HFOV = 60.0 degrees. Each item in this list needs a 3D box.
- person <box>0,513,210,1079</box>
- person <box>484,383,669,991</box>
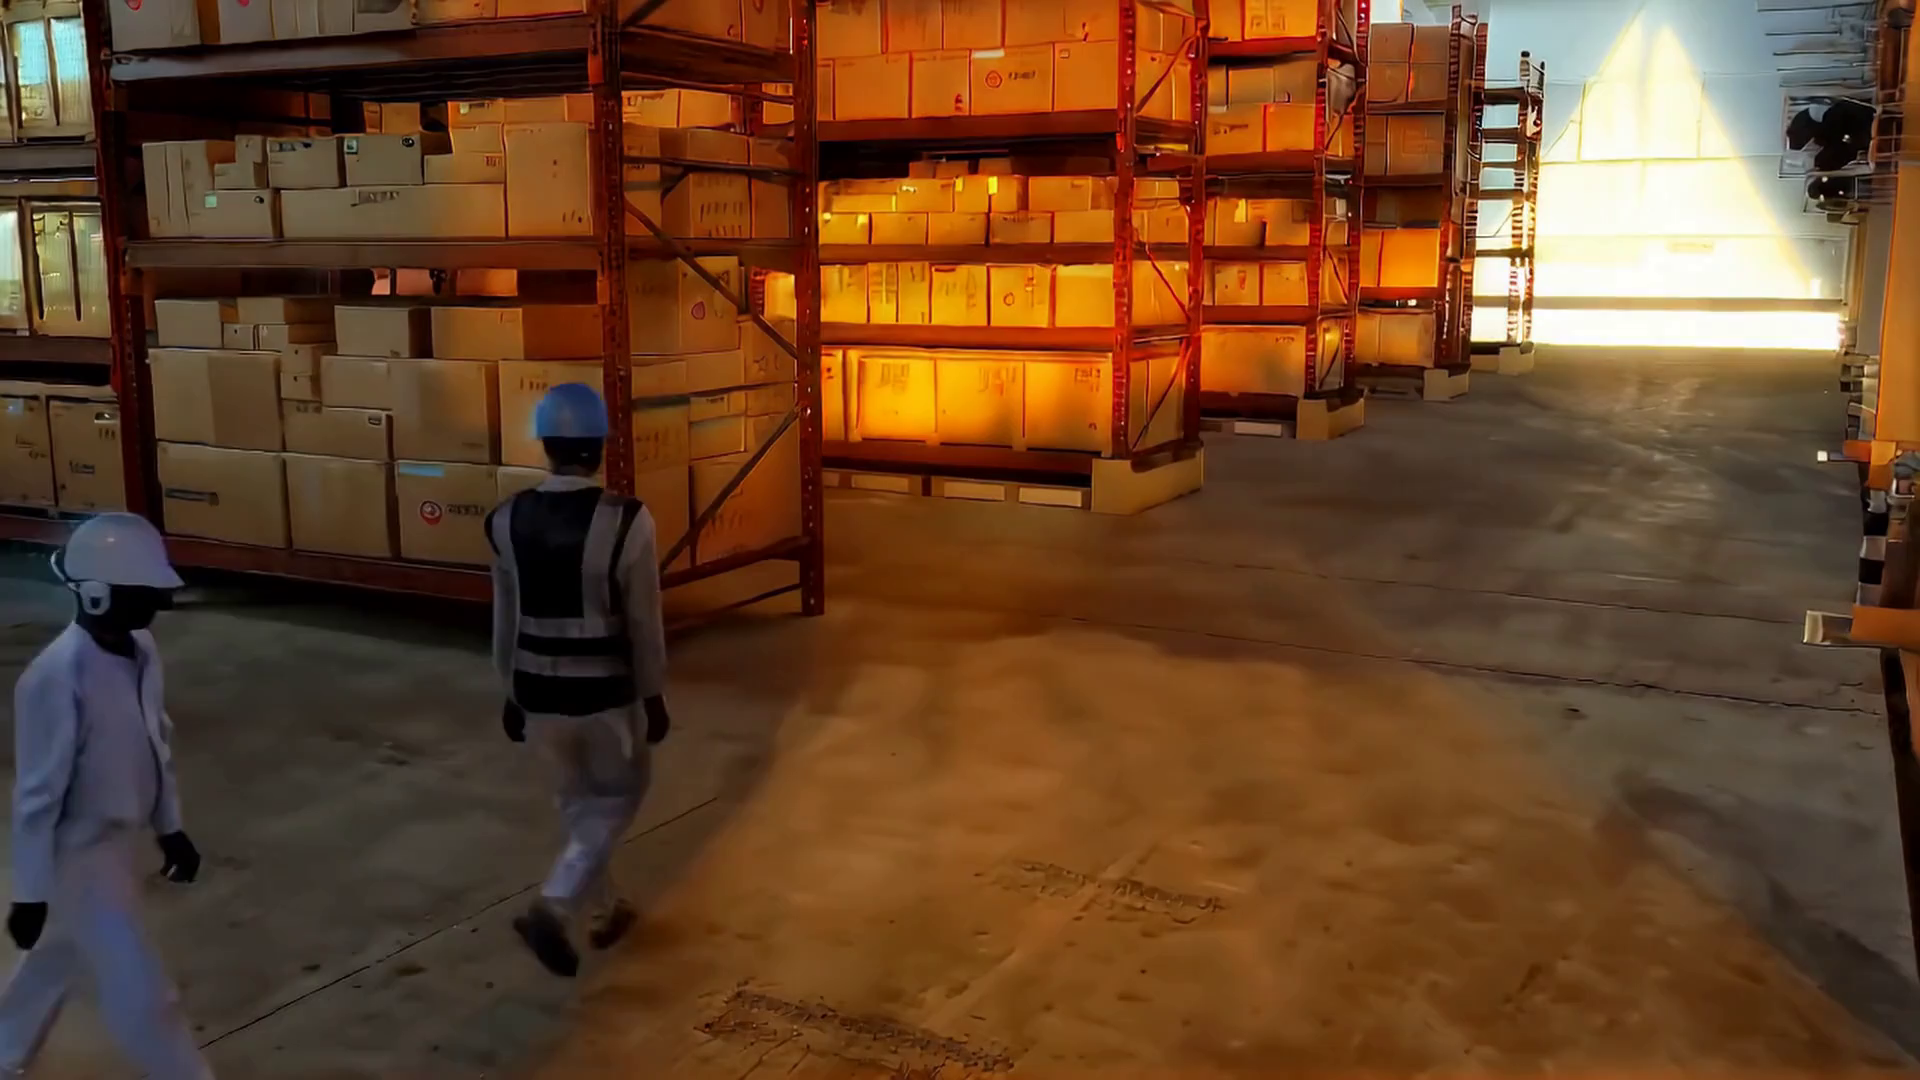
[{"bbox_3d":[-2.225,0.771,4.219,0.866,1.702,0.543,-2,10,-11],"label":"person"},{"bbox_3d":[-1.239,0.469,5.272,0.610,1.925,0.694,4,11,23],"label":"person"}]
